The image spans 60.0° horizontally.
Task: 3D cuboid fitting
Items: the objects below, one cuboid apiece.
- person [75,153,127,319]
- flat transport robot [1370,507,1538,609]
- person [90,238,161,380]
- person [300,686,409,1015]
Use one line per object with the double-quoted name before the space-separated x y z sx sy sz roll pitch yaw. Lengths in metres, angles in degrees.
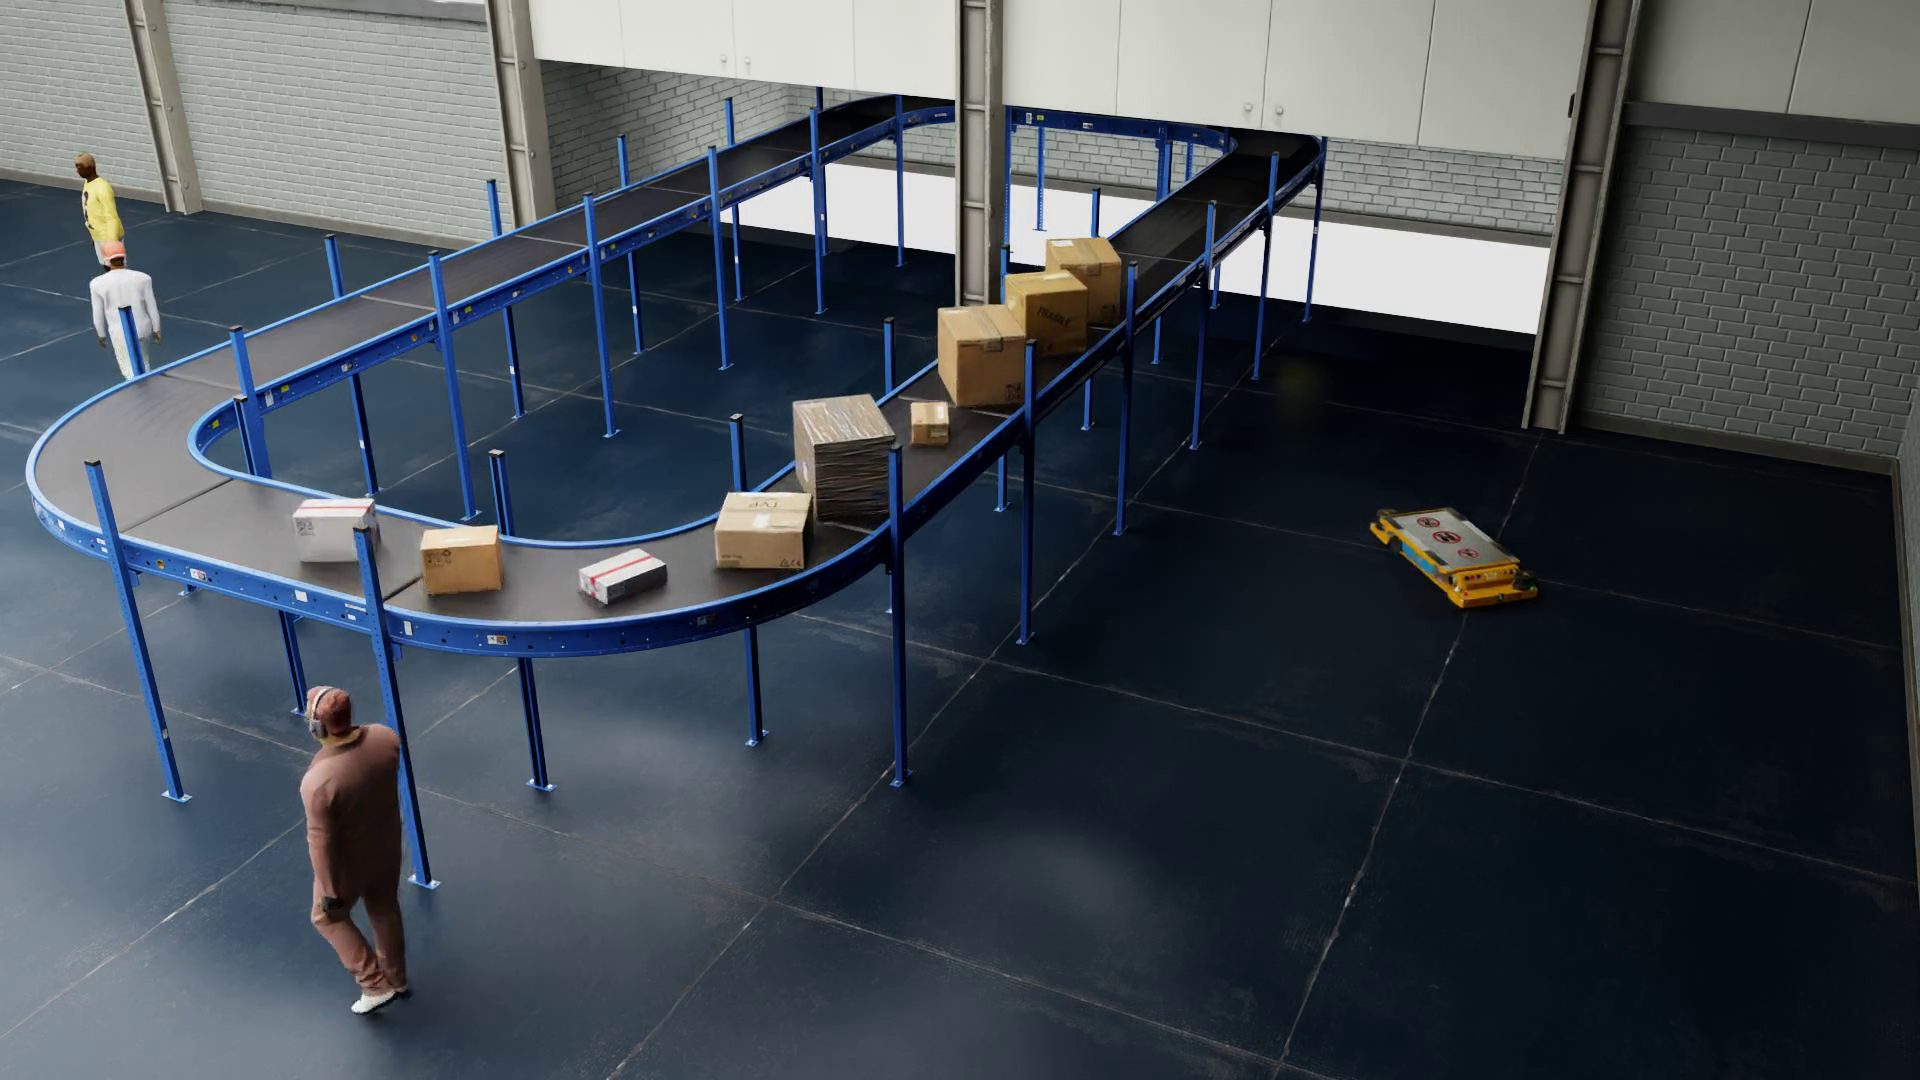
"person" -9.418 -3.322 18.337 0.540 1.901 0.376 23 35 38
"flat transport robot" 3.915 0.110 13.255 0.659 0.231 1.431 -7 27 -15
"person" -7.919 -2.013 15.892 0.758 1.726 0.559 22 34 37
"person" -3.078 1.583 8.470 0.427 1.884 0.672 11 29 22
